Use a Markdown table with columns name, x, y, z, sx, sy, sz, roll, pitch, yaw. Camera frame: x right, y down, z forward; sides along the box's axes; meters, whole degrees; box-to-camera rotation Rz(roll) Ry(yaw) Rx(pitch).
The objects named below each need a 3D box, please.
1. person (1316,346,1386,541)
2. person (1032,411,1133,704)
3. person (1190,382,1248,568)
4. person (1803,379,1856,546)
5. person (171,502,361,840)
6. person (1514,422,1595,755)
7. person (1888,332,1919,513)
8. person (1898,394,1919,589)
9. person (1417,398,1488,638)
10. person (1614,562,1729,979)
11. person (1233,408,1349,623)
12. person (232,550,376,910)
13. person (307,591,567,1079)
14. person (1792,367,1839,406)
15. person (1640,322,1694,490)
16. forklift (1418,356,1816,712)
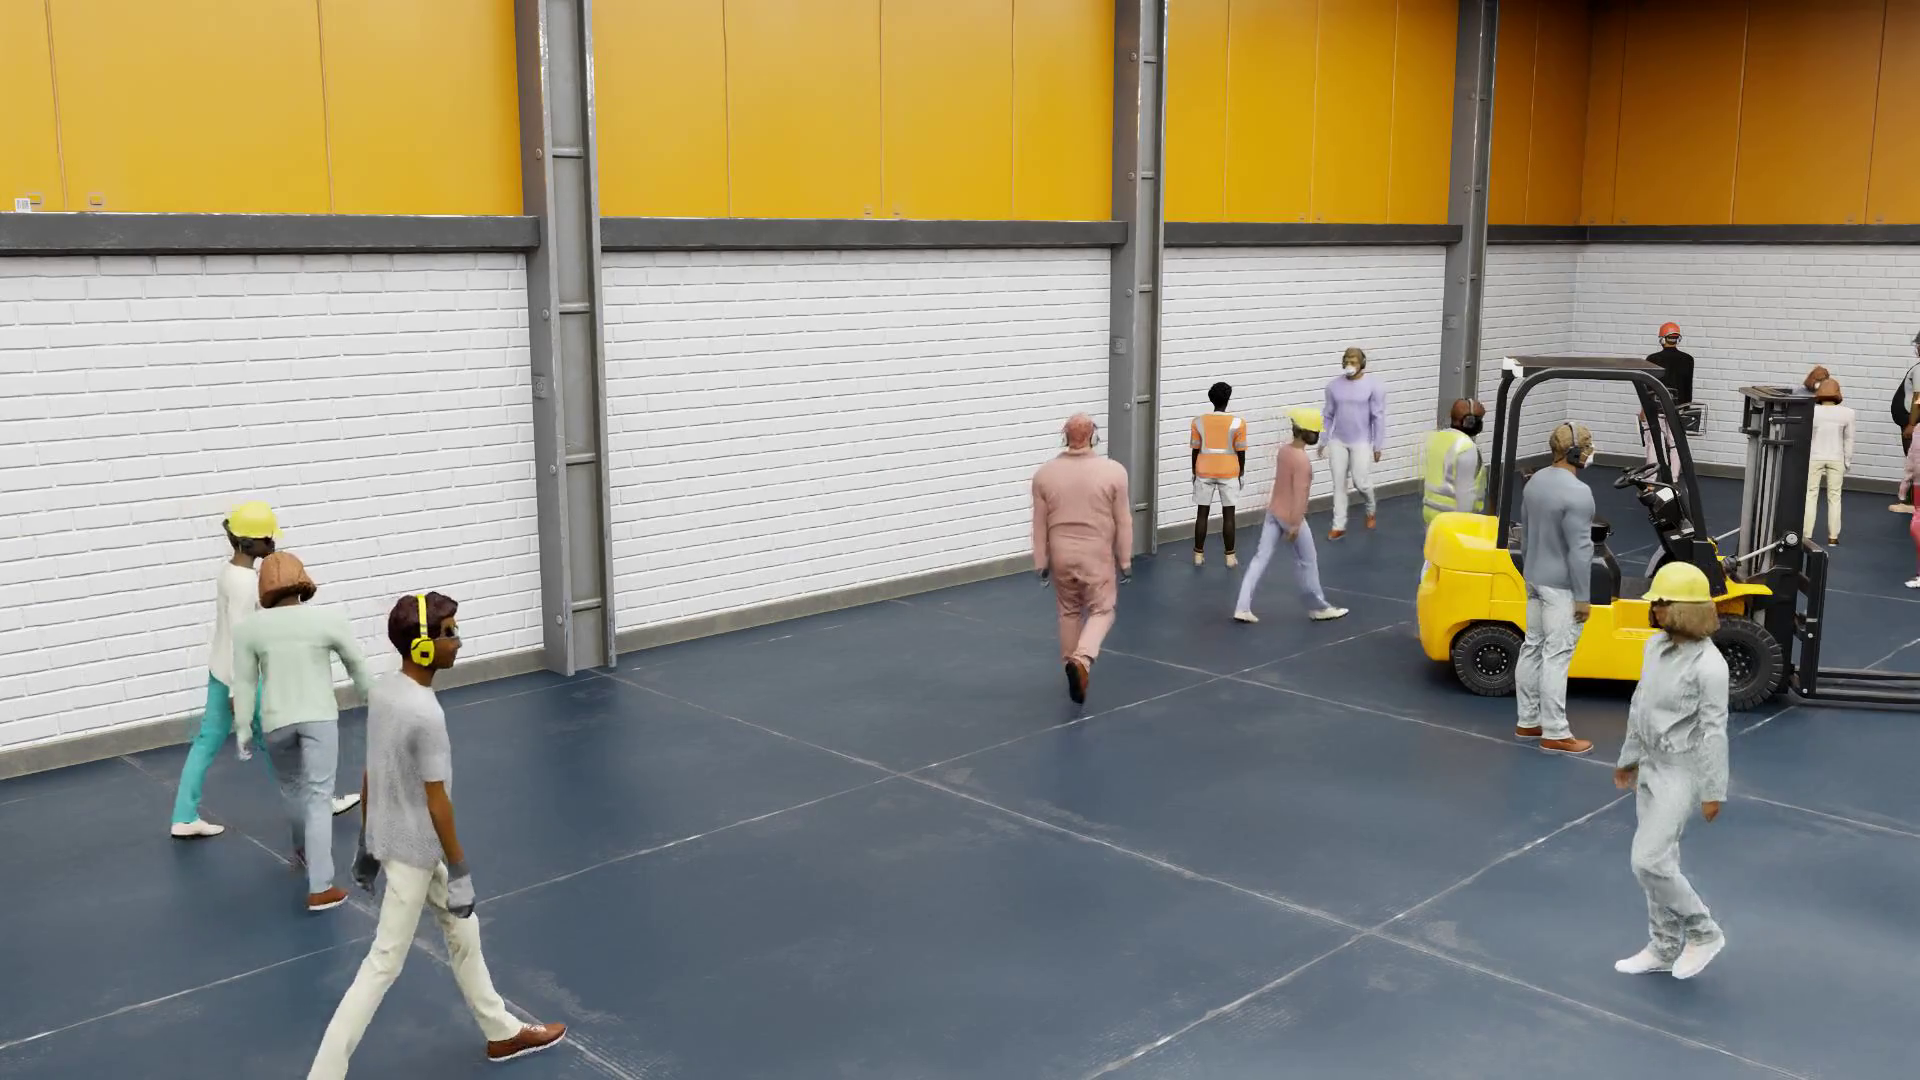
| name | x | y | z | sx | sy | sz | roll | pitch | yaw |
| --- | --- | --- | --- | --- | --- | --- | --- | --- | --- |
| person | 3.885 | -0.958 | 16.488 | 0.653 | 1.925 | 0.614 | 9 | 13 | 39 |
| person | 0.773 | 0.118 | 10.713 | 0.652 | 1.886 | 0.715 | 4 | 11 | 23 |
| person | 2.346 | -0.592 | 15.139 | 0.531 | 1.691 | 0.321 | 4 | 11 | 20 |
| person | 8.391 | -0.752 | 16.156 | 0.497 | 1.633 | 0.279 | 3 | 11 | 18 |
| person | -3.546 | 0.646 | 8.309 | 0.912 | 1.699 | 0.632 | -6 | 12 | -31 |
| person | 3.489 | 0.275 | 9.721 | 0.375 | 1.940 | 0.627 | -2 | 11 | -9 |
| person | 10.427 | -1.313 | 18.103 | 0.681 | 2.000 | 0.538 | -8 | 13 | -39 |
| person | 8.197 | -0.447 | 14.145 | 0.484 | 1.747 | 0.556 | 0 | 10 | -2 |
| person | 3.712 | -0.145 | 12.334 | 0.595 | 1.821 | 0.634 | -2 | 11 | -11 |
| person | 2.826 | 0.936 | 6.685 | 0.365 | 1.729 | 0.491 | -1 | 10 | -3 |
| person | 2.555 | -0.175 | 12.826 | 0.953 | 1.698 | 0.531 | -4 | 11 | -20 |
| person | -2.965 | 0.837 | 7.616 | 0.631 | 1.579 | 0.817 | -2 | 11 | -9 |
| person | -1.889 | 1.072 | 5.747 | 1.008 | 1.816 | 0.527 | -7 | 13 | -34 |
| person | 9.303 | -1.107 | 18.201 | 0.512 | 1.581 | 0.840 | 5 | 12 | 27 |
| person | 8.362 | -1.584 | 19.734 | 0.619 | 1.986 | 0.400 | -1 | 10 | -7 |
| forklift | 4.276 | -0.101 | 11.076 | 2.313 | 2.155 | 1.214 | 2 | 11 | 13 |
